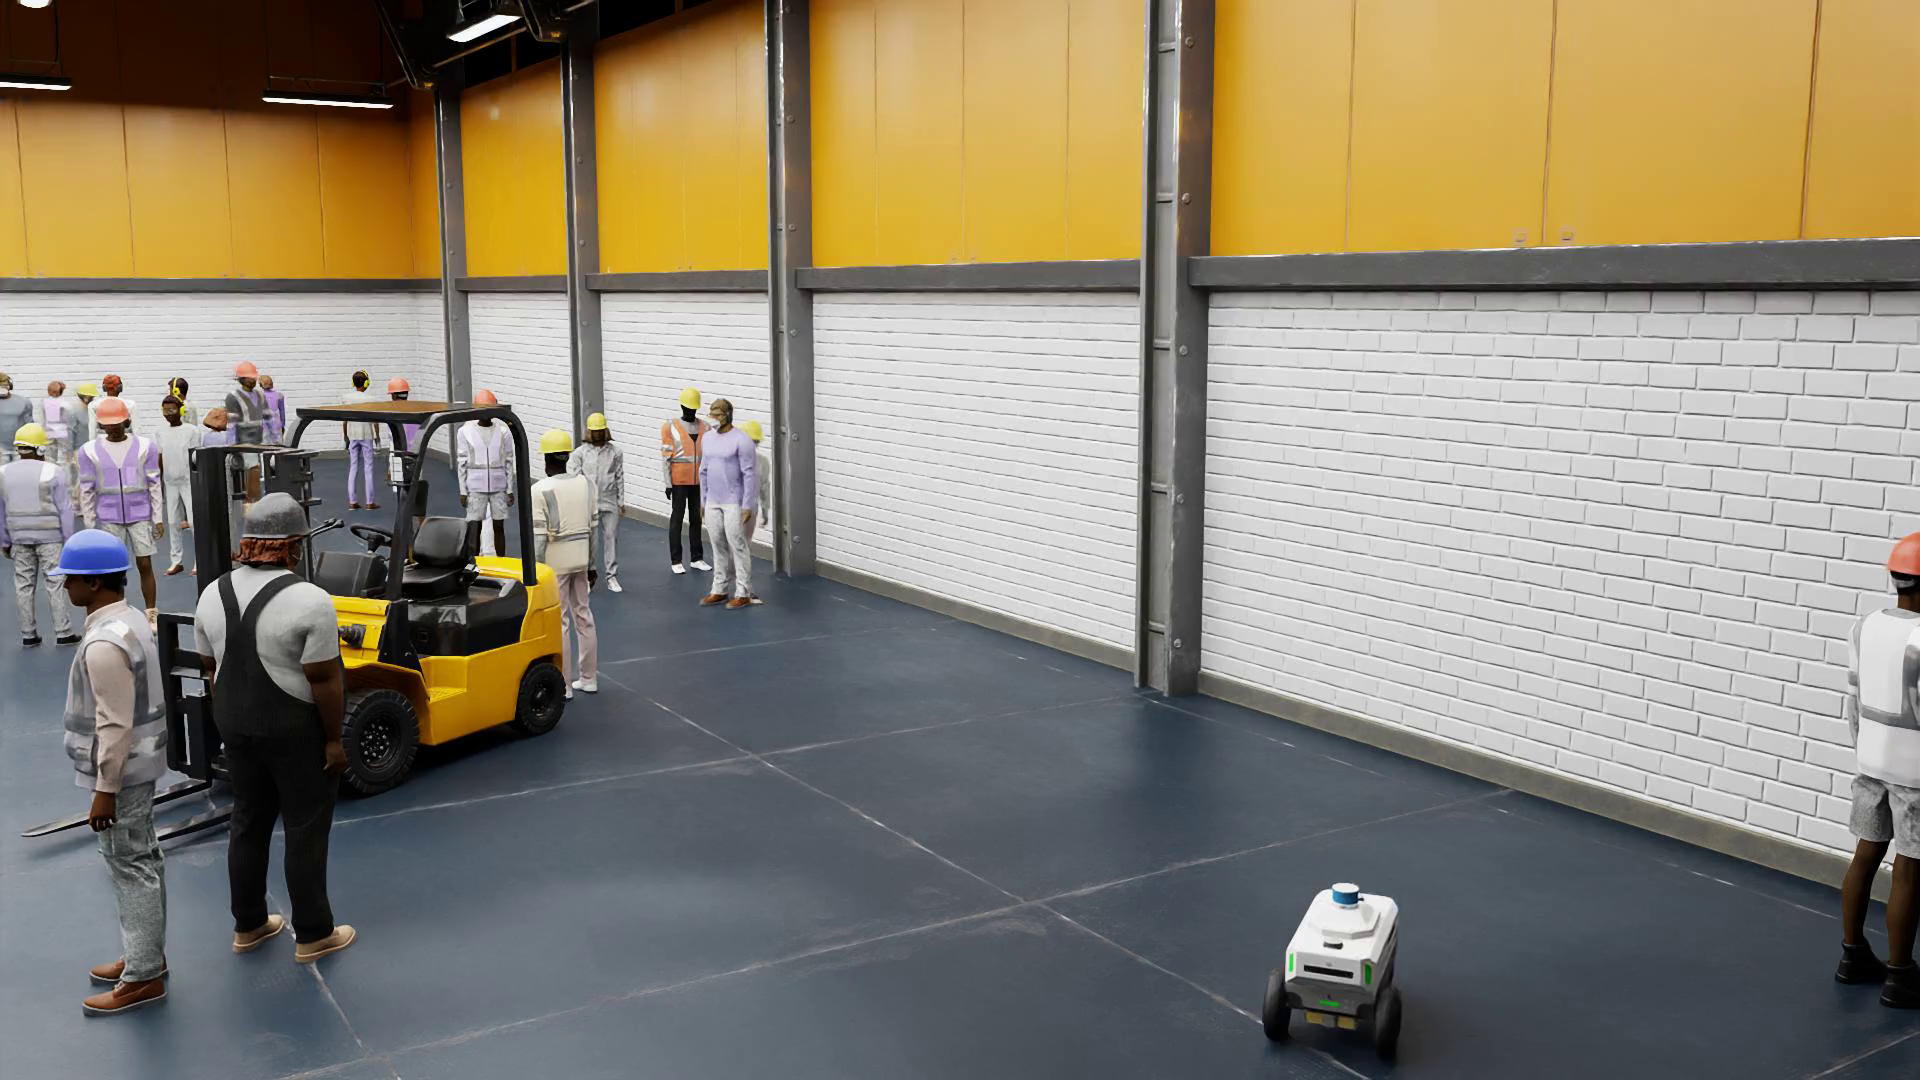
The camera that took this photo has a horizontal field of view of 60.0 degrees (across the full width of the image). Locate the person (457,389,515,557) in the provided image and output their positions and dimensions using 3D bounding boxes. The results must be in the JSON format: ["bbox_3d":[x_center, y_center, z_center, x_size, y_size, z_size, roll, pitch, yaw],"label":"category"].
[{"bbox_3d":[-4.676,-0.521,16.449,0.545,1.942,0.350,-4,9,-24],"label":"person"}]

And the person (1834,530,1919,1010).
[{"bbox_3d":[3.836,0.921,6.743,0.355,1.938,0.544,-2,9,-11],"label":"person"}]

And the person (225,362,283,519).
[{"bbox_3d":[-8.875,-1.237,21.005,0.647,2.021,0.644,2,9,15],"label":"person"}]

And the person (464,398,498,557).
[{"bbox_3d":[-5.001,-0.635,17.587,0.429,1.837,0.627,-7,11,-39],"label":"person"}]

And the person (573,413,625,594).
[{"bbox_3d":[-3.454,-0.350,15.958,0.493,1.743,0.311,-4,9,-23],"label":"person"}]

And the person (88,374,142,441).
[{"bbox_3d":[-10.432,-1.105,20.578,0.587,1.882,0.342,-2,9,-13],"label":"person"}]

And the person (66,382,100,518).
[{"bbox_3d":[-11.173,-1.145,21.288,0.388,1.740,0.542,2,9,12],"label":"person"}]

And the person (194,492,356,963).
[{"bbox_3d":[-2.930,0.793,7.261,0.681,2.000,0.535,3,9,19],"label":"person"}]

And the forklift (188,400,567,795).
[{"bbox_3d":[-3.529,0.258,10.348,1.214,2.155,2.313,4,9,25],"label":"forklift"}]

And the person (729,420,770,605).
[{"bbox_3d":[-2.087,-0.283,15.597,0.558,1.720,0.798,-7,11,-40],"label":"person"}]

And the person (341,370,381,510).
[{"bbox_3d":[-7.965,-1.322,22.137,0.516,1.865,0.322,1,8,5],"label":"person"}]

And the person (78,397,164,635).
[{"bbox_3d":[-7.004,-0.185,13.915,0.608,2.029,0.406,-4,9,-25],"label":"person"}]

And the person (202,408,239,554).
[{"bbox_3d":[-8.097,-0.628,18.201,0.498,1.633,0.280,7,11,41],"label":"person"}]

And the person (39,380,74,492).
[{"bbox_3d":[-13.042,-1.485,23.983,0.520,1.631,0.509,0,8,3],"label":"person"}]

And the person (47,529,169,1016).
[{"bbox_3d":[-3.401,0.920,6.711,0.390,1.948,0.607,-3,9,-20],"label":"person"}]

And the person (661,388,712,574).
[{"bbox_3d":[-2.789,-0.615,17.166,0.586,1.917,0.381,-7,11,-39],"label":"person"}]

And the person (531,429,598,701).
[{"bbox_3d":[-2.828,0.175,11.806,0.382,1.924,0.594,6,10,36],"label":"person"}]

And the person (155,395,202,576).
[{"bbox_3d":[-7.948,-0.554,16.958,0.512,1.862,0.322,1,9,7],"label":"person"}]

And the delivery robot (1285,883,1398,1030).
[{"bbox_3d":[1.507,1.594,6.532,0.477,0.478,0.707,3,9,22],"label":"delivery robot"}]

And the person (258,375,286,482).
[{"bbox_3d":[-10.565,-1.704,25.442,0.307,1.638,0.513,8,12,44],"label":"person"}]

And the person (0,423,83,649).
[{"bbox_3d":[-7.470,-0.027,13.478,0.591,1.834,0.404,0,8,-2],"label":"person"}]

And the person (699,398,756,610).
[{"bbox_3d":[-2.135,-0.333,15.192,0.635,1.936,0.355,6,10,36],"label":"person"}]

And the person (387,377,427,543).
[{"bbox_3d":[-6.321,-0.883,18.909,0.374,1.934,0.549,3,9,21],"label":"person"}]

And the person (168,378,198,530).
[{"bbox_3d":[-9.474,-1.053,20.328,0.334,1.855,0.544,-1,8,-7],"label":"person"}]

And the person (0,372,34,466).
[{"bbox_3d":[-11.604,-1.079,20.272,0.635,1.928,0.382,-7,11,-40],"label":"person"}]
